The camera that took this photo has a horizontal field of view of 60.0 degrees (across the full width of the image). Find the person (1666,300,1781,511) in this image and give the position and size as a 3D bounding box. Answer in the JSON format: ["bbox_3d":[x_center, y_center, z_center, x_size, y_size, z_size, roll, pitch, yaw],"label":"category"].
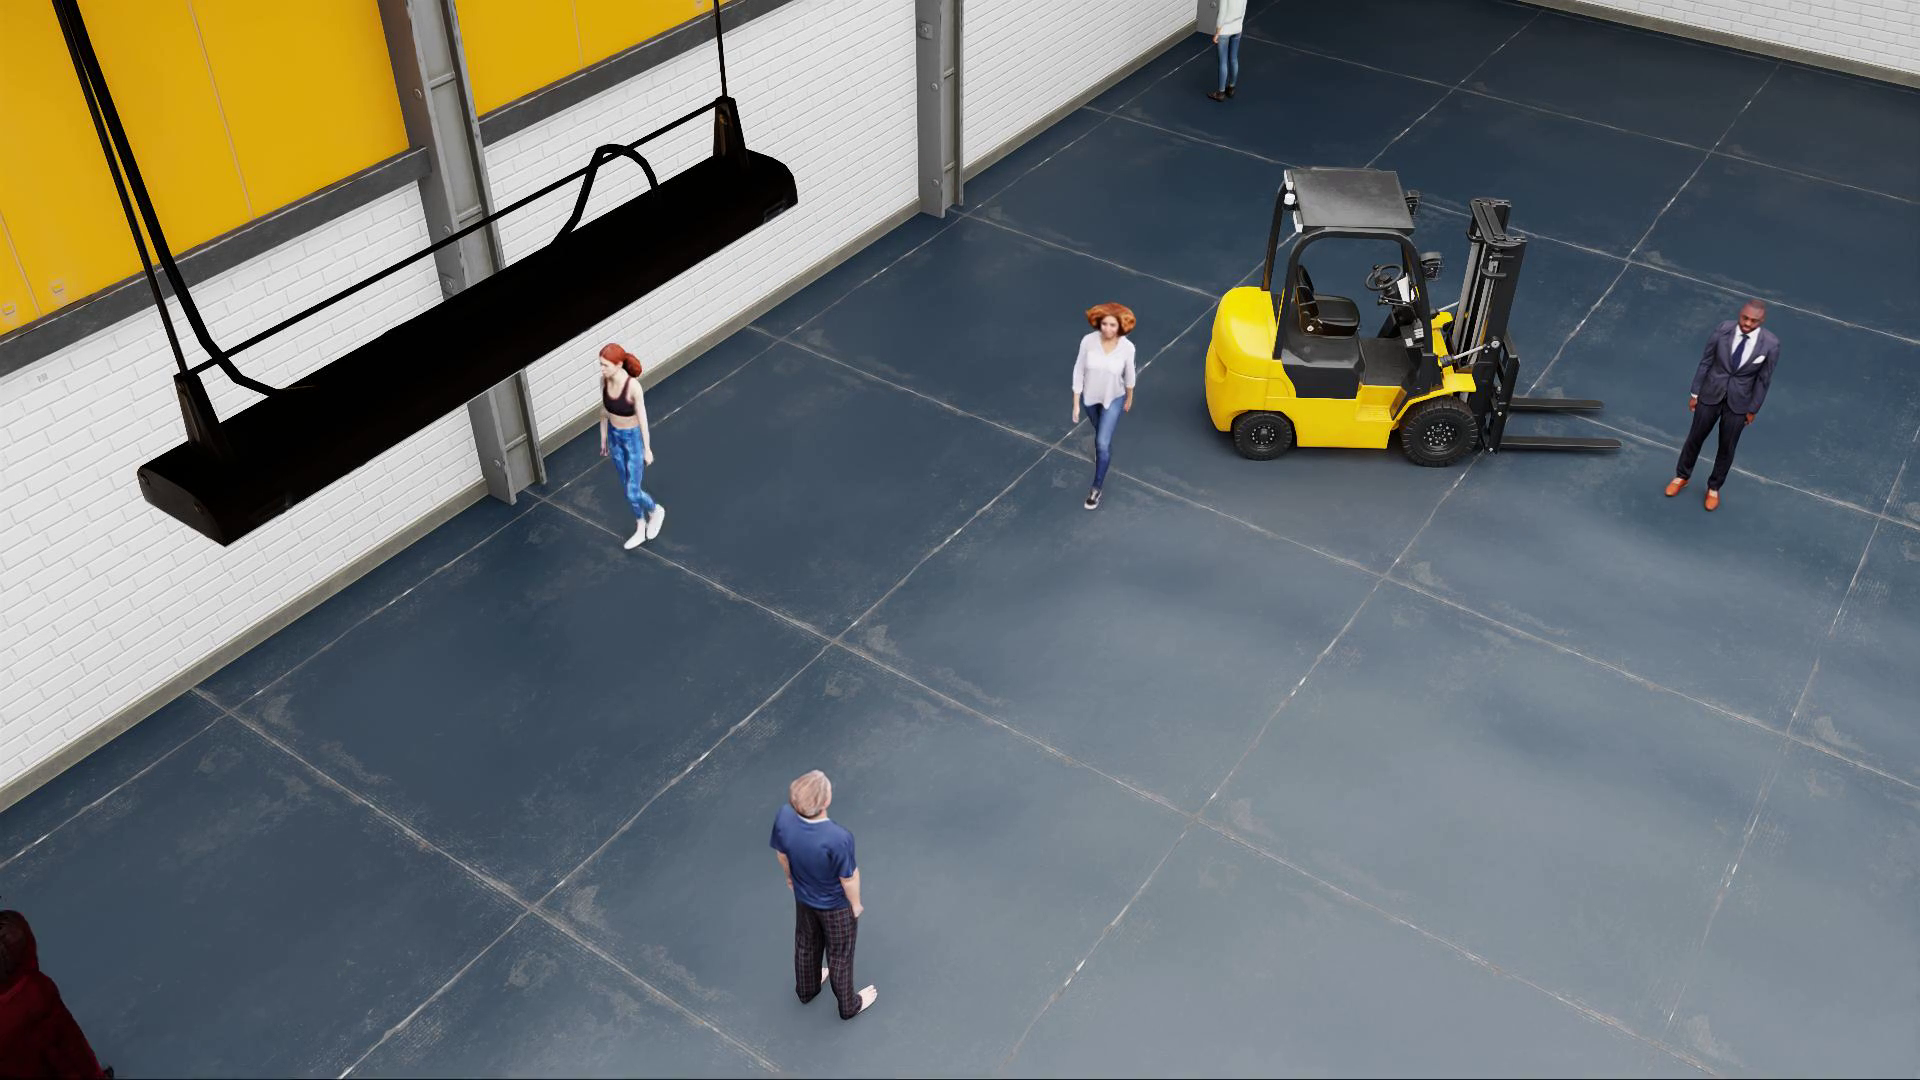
[{"bbox_3d":[5.991,-1.093,13.023,0.681,1.818,0.574,22,44,26],"label":"person"}]

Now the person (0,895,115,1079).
[{"bbox_3d":[-4.935,2.504,8.599,0.846,1.718,0.648,4,39,5],"label":"person"}]

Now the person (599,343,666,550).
[{"bbox_3d":[-2.462,-0.743,12.614,0.589,1.781,0.626,22,44,25],"label":"person"}]

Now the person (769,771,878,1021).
[{"bbox_3d":[-0.755,1.953,9.167,0.673,1.871,0.564,20,43,23],"label":"person"}]

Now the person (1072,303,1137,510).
[{"bbox_3d":[1.160,-1.200,13.276,0.773,1.670,1.231,14,41,17],"label":"person"}]

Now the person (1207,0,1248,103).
[{"bbox_3d":[3.106,-5.883,19.159,0.541,1.645,0.686,-25,45,-28],"label":"person"}]
